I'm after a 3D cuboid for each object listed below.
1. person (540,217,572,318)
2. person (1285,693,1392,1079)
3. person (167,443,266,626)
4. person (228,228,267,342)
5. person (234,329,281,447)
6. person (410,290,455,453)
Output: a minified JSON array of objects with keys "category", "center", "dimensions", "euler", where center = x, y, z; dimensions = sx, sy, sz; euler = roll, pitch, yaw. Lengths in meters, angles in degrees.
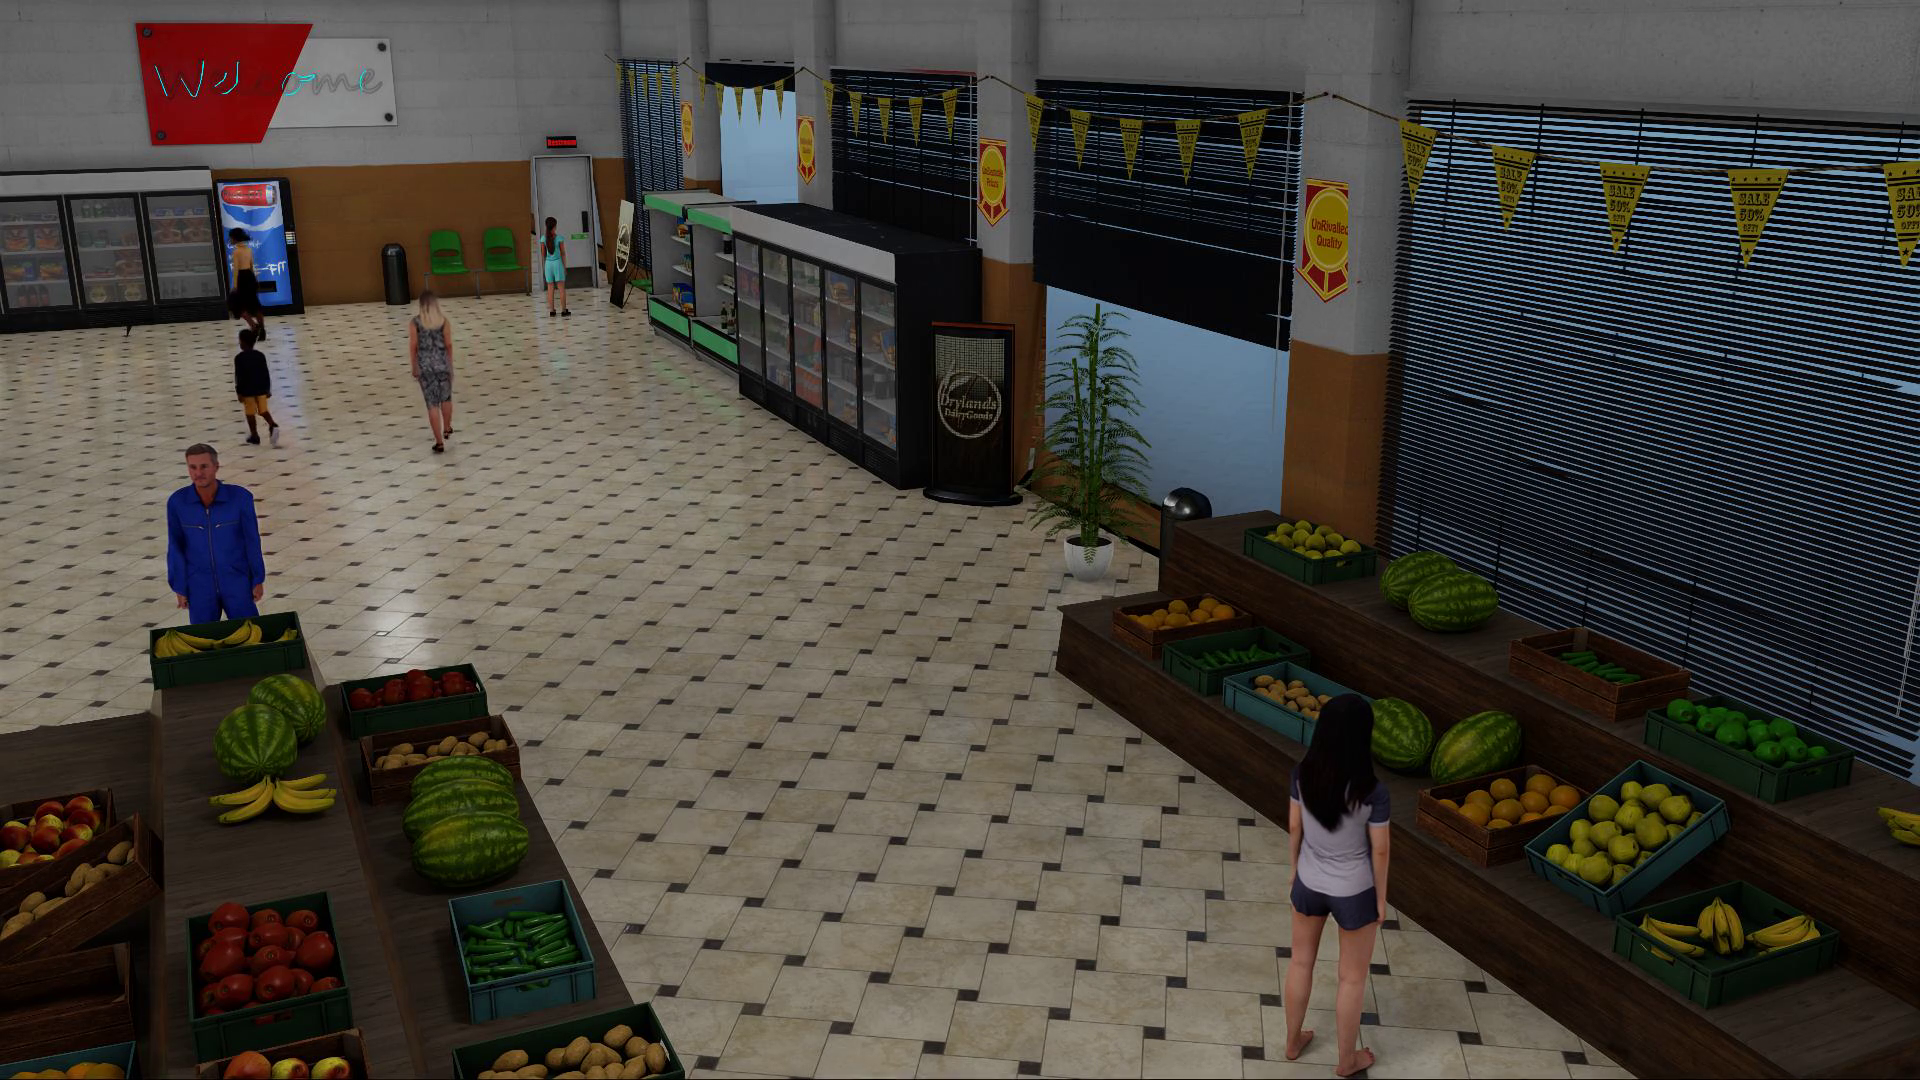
[{"category":"person","center":[-6.378,-4.300,26.148],"dimensions":[0.634,1.558,0.661],"euler":[1,17,3]},{"category":"person","center":[1.574,1.438,6.992],"dimensions":[0.622,1.706,0.738],"euler":[12,21,35]},{"category":"person","center":[-4.740,0.267,10.640],"dimensions":[0.739,1.828,0.580],"euler":[-6,18,-18]},{"category":"person","center":[-10.200,-3.632,23.798],"dimensions":[0.822,1.645,0.760],"euler":[7,18,21]},{"category":"person","center":[-7.547,-1.619,17.829],"dimensions":[0.821,1.261,0.708],"euler":[11,20,33]},{"category":"person","center":[-5.558,-1.753,17.564],"dimensions":[0.665,1.670,1.029],"euler":[-6,18,-19]}]
